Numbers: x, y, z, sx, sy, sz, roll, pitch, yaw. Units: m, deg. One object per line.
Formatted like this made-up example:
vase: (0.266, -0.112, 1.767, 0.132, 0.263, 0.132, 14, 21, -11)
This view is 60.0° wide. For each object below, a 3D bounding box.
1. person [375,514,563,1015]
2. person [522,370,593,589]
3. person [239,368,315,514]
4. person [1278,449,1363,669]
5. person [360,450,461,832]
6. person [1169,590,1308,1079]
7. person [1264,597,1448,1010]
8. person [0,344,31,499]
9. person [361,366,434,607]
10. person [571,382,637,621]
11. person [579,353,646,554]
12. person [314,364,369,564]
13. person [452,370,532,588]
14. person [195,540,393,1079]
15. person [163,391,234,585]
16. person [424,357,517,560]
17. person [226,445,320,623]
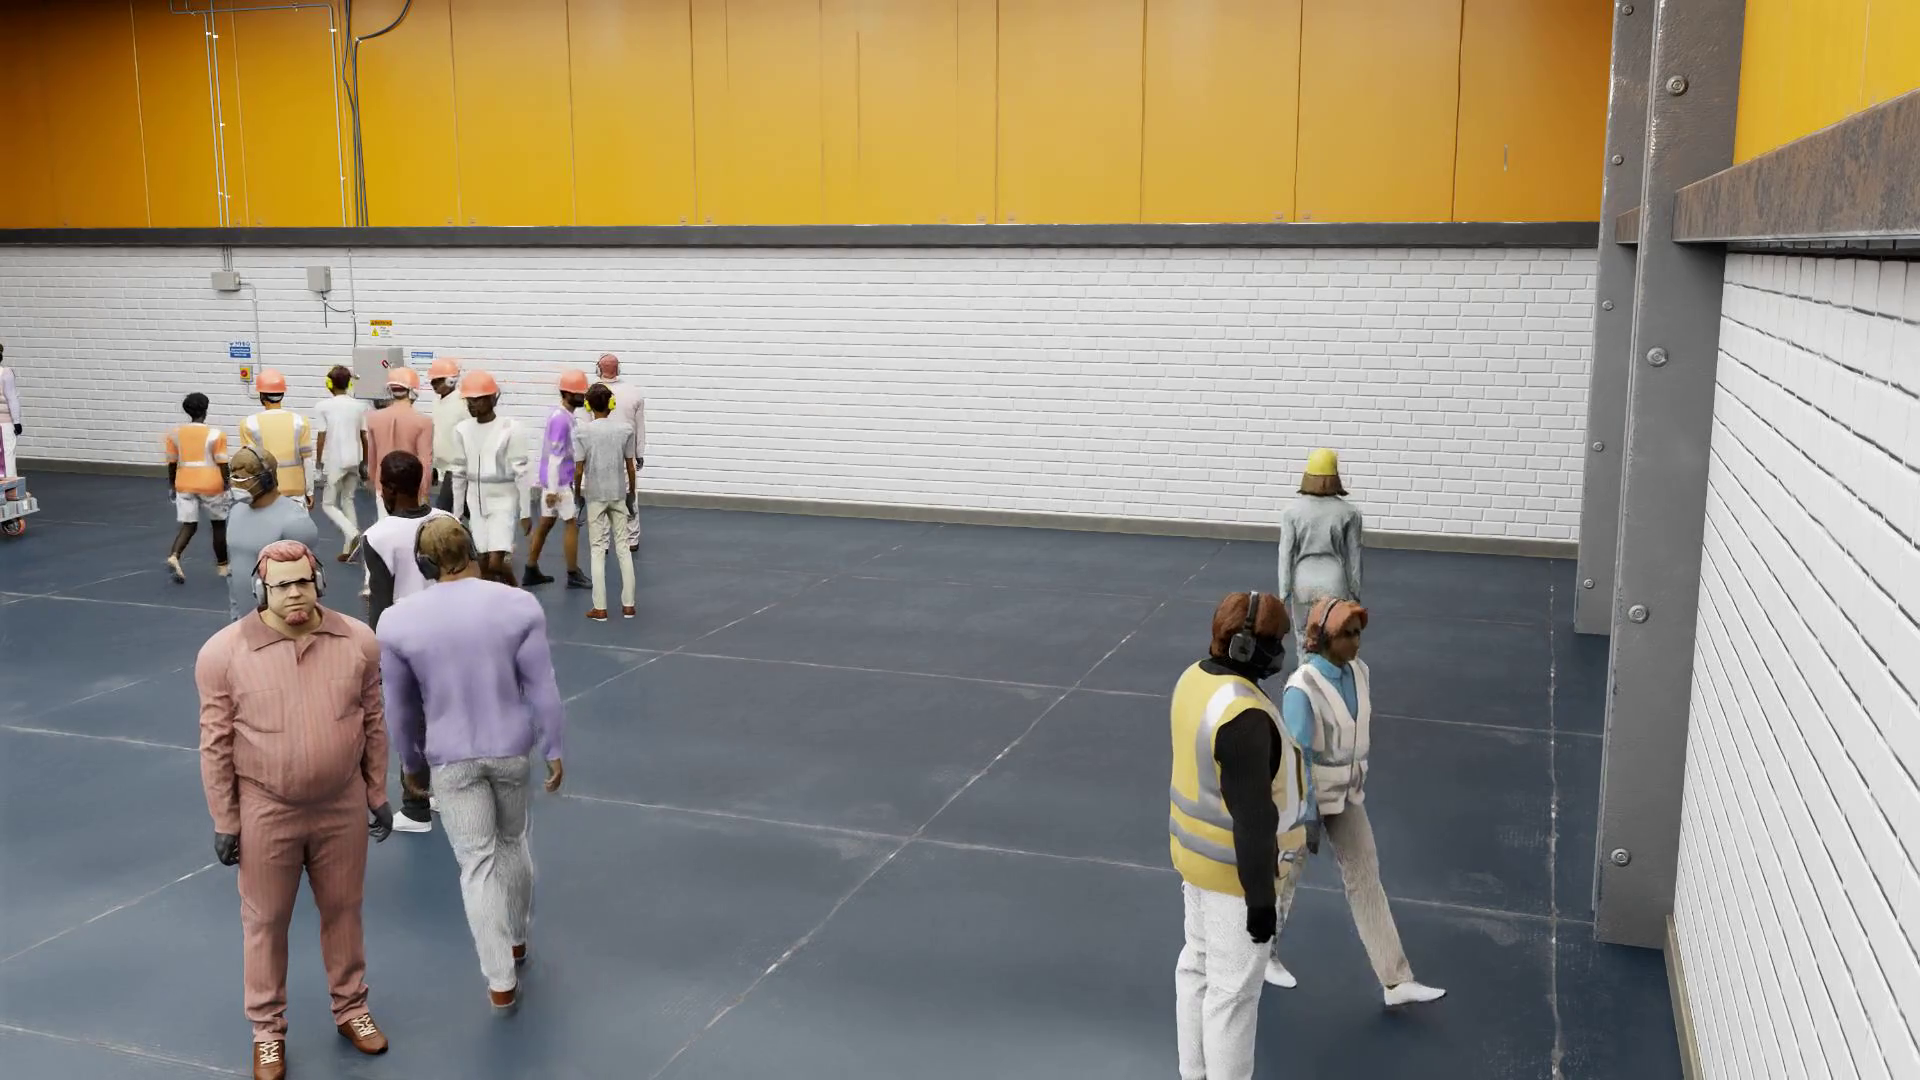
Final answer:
person: (-1.908, 0.838, 6.510, 0.661, 1.892, 0.819, -4, 11, -22)
person: (-3.443, -0.503, 14.154, 0.712, 1.888, 0.554, -2, 10, -10)
person: (-5.479, -0.406, 13.386, 0.545, 1.942, 0.351, -6, 12, -31)
person: (2.202, 0.288, 10.170, 0.496, 1.693, 0.903, 3, 10, 15)
person: (-2.720, 0.505, 8.318, 0.391, 1.920, 0.593, 5, 11, 26)
person: (0.897, 1.068, 5.385, 0.430, 1.838, 0.619, -2, 10, -10)
person: (1.444, 1.015, 6.351, 0.545, 1.589, 0.857, -9, 13, -41)
person: (-11.041, -1.367, 19.080, 0.630, 1.842, 0.429, 2, 10, 11)
person: (-4.580, -0.434, 13.543, 0.616, 1.946, 1.040, 2, 10, 8)
person: (-2.781, -0.297, 12.992, 0.519, 1.865, 0.335, -5, 11, -25)
person: (-3.309, -0.821, 15.807, 0.642, 1.913, 0.408, -5, 11, -26)
person: (-5.614, -0.672, 15.144, 0.522, 1.848, 0.530, 8, 13, 39)
person: (-3.457, -0.236, 12.194, 0.632, 2.022, 0.424, 4, 11, 21)
person: (-2.325, 0.942, 5.896, 0.639, 1.908, 0.409, -7, 13, -36)
person: (-6.587, -0.438, 14.346, 0.554, 1.667, 0.729, 0, 10, -2)
person: (-4.458, -0.674, 14.900, 1.001, 1.955, 0.607, -9, 13, -40)
person: (-3.504, 0.472, 8.469, 0.627, 1.934, 0.371, 6, 12, 32)
